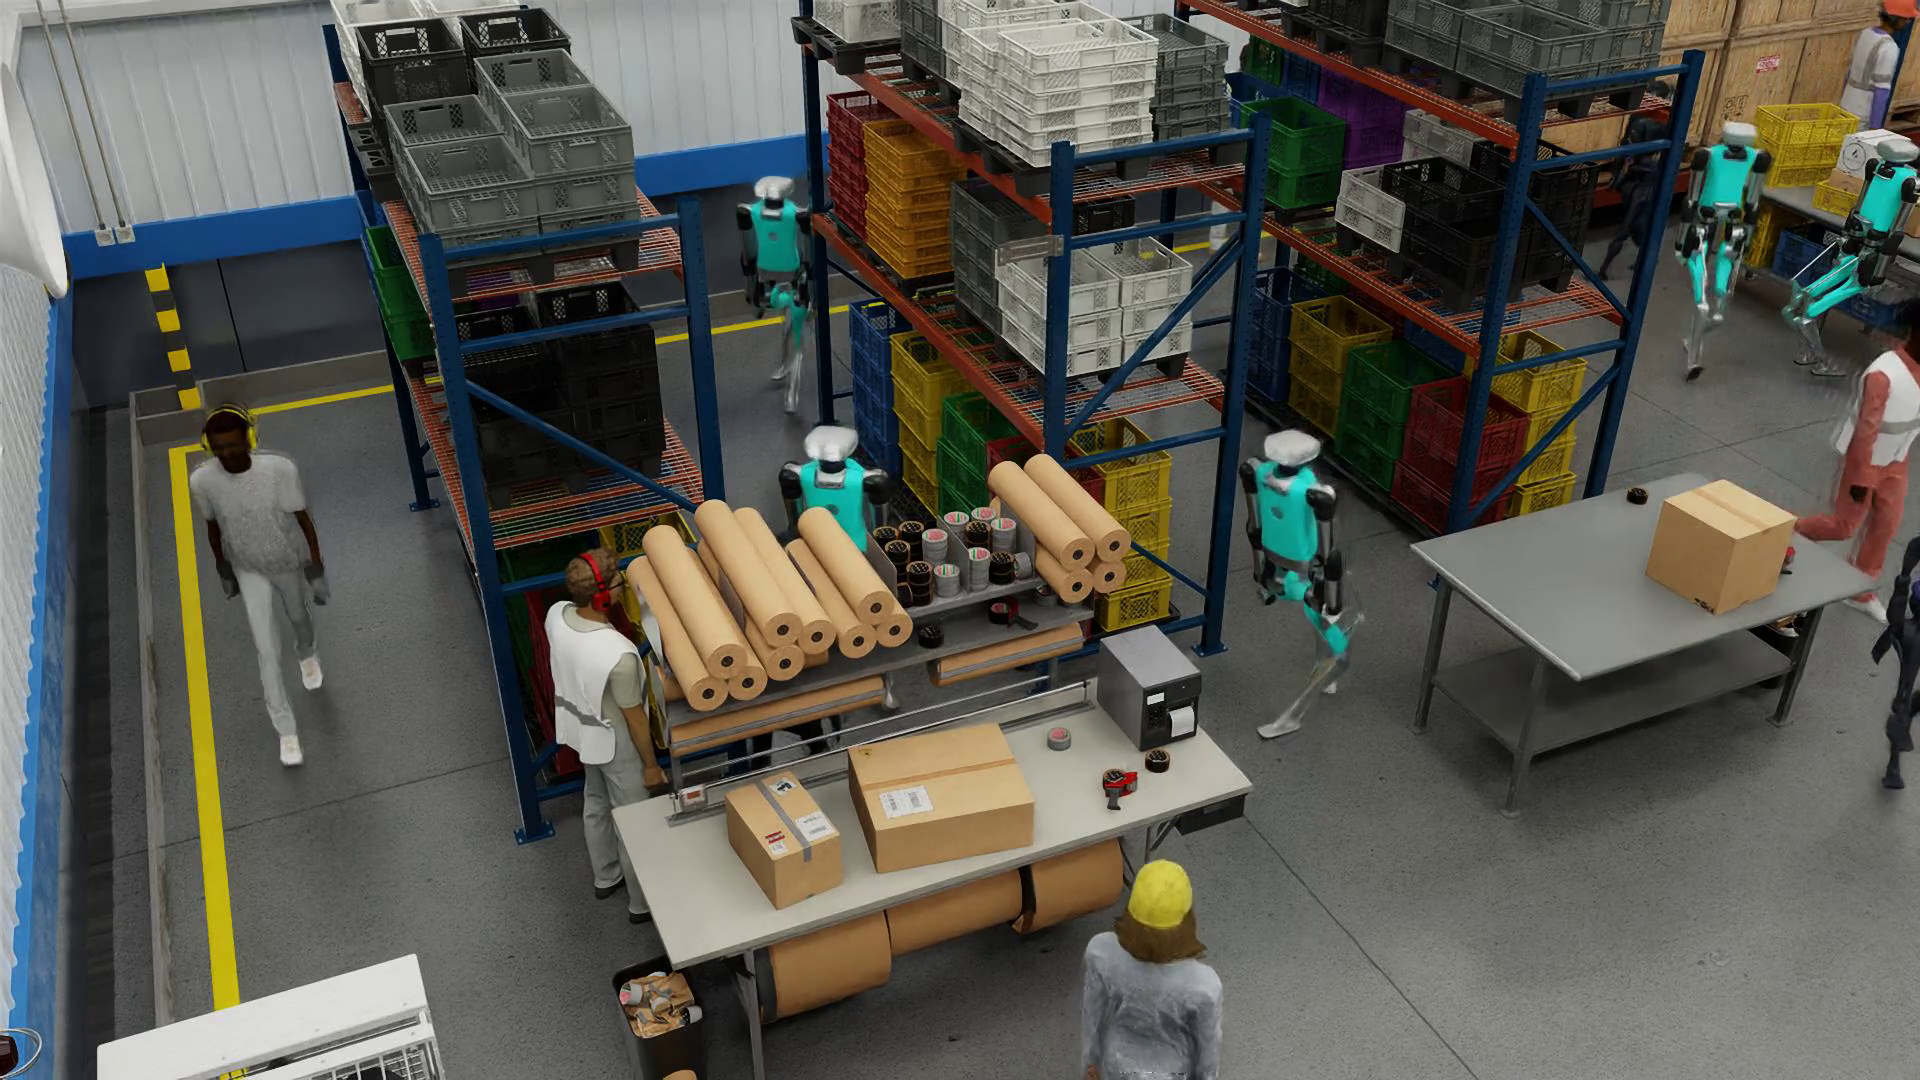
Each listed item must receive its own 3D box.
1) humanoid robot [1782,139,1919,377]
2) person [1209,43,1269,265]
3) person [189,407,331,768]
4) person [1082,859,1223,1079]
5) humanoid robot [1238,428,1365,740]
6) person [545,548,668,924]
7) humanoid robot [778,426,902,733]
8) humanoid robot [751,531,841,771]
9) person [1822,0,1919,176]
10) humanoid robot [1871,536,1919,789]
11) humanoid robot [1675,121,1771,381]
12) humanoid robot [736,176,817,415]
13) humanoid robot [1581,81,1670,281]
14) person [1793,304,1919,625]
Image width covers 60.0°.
[{"bbox_3d":[6.130,-1.955,11.620,0.735,1.674,0.533,-4,32,-6],"label":"humanoid robot"},{"bbox_3d":[2.307,-3.151,13.600,0.623,1.836,0.429,-8,33,-13],"label":"person"},{"bbox_3d":[-3.420,0.143,8.263,0.528,1.811,1.029,-11,33,-18],"label":"person"},{"bbox_3d":[0.620,1.803,5.649,0.486,1.715,0.765,19,36,28],"label":"person"},{"bbox_3d":[1.829,0.144,8.373,0.981,1.767,0.578,-27,40,-36],"label":"humanoid robot"},{"bbox_3d":[-1.492,0.854,7.078,0.563,1.846,0.391,26,40,36],"label":"person"},{"bbox_3d":[-0.539,0.141,8.341,0.543,1.790,0.744,5,32,8],"label":"humanoid robot"},{"bbox_3d":[-0.804,0.648,7.603,0.622,1.637,0.626,12,34,19],"label":"humanoid robot"},{"bbox_3d":[7.790,-3.683,14.284,0.434,2.028,0.630,1,32,2],"label":"person"},{"bbox_3d":[4.730,0.448,7.928,0.600,1.632,0.764,9,33,14],"label":"humanoid robot"},{"bbox_3d":[5.423,-1.990,11.827,0.541,1.779,0.949,4,32,6],"label":"humanoid robot"},{"bbox_3d":[-1.172,-1.721,11.374,0.547,1.726,1.043,4,32,6],"label":"humanoid robot"},{"bbox_3d":[5.467,-2.886,13.361,0.783,1.627,0.610,-10,33,-15],"label":"humanoid robot"},{"bbox_3d":[5.027,-0.479,9.202,0.590,1.894,0.751,-16,35,-24],"label":"person"}]
